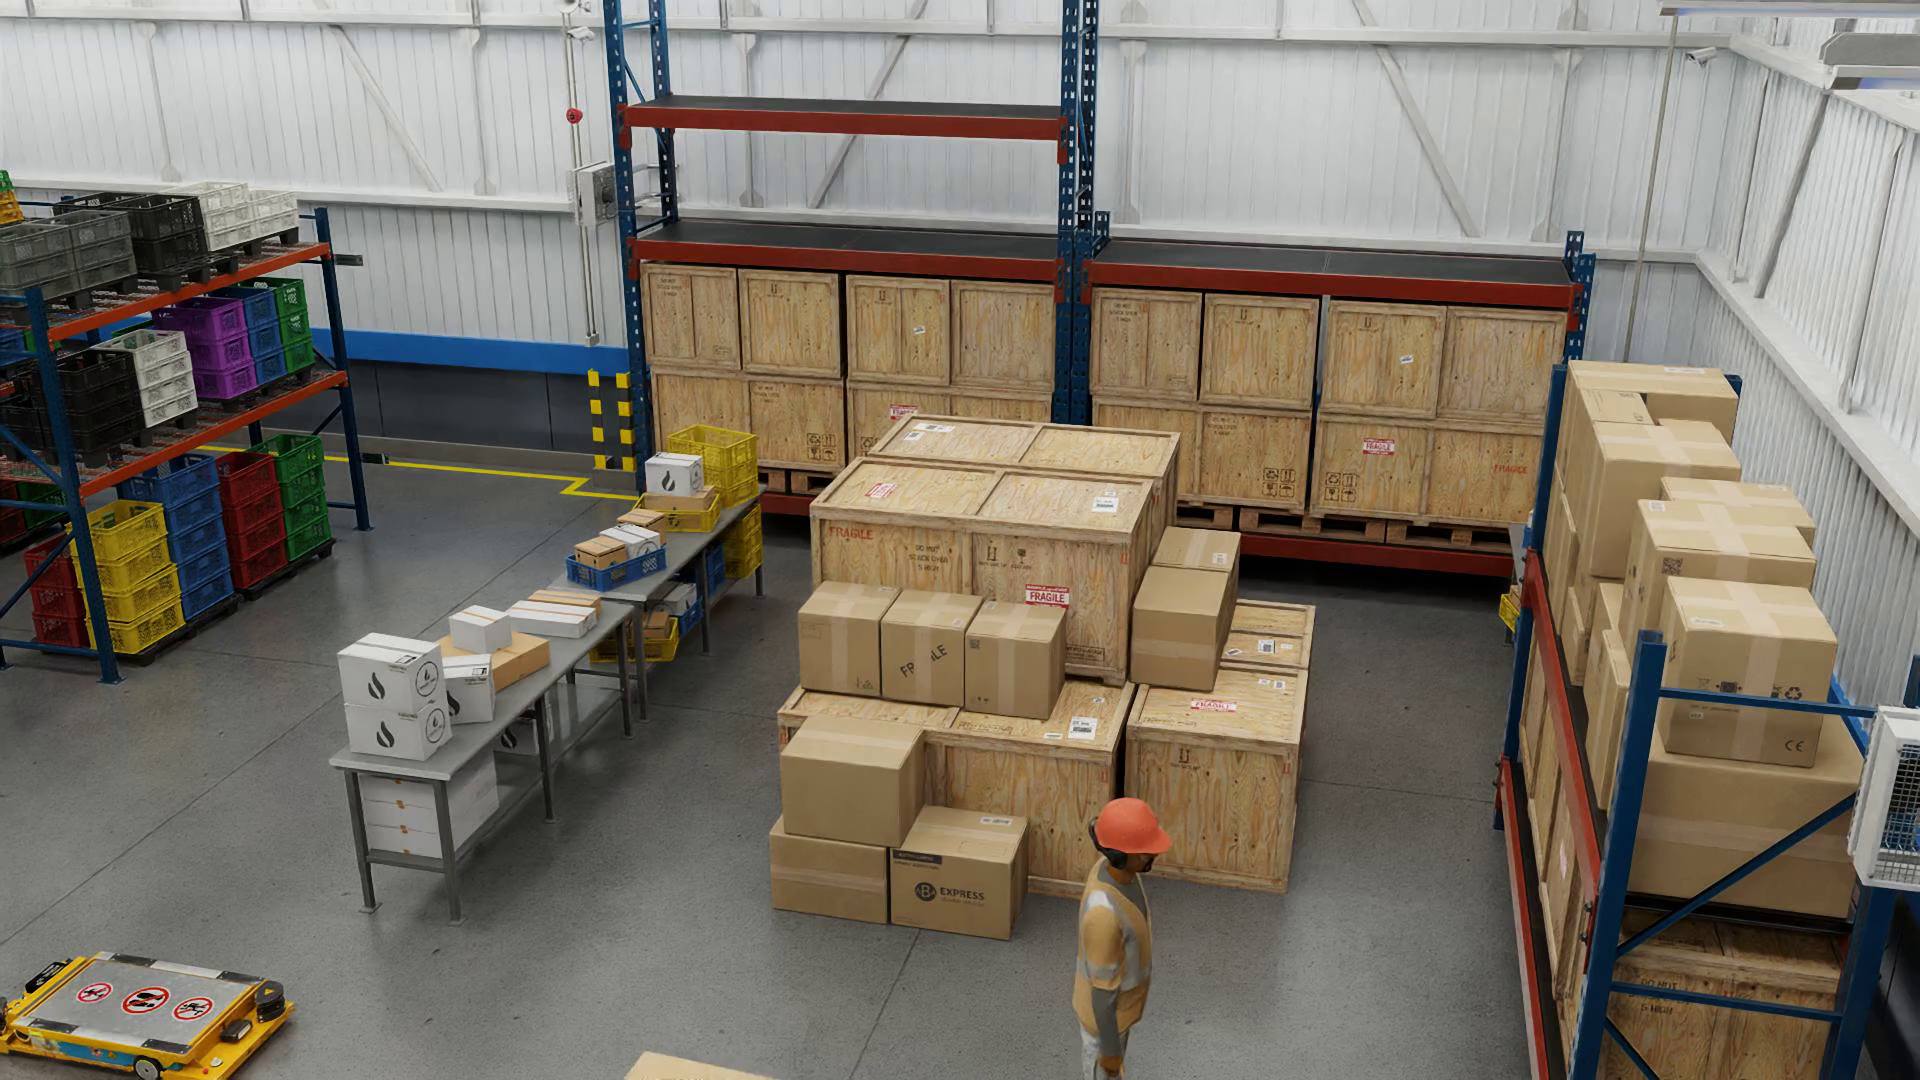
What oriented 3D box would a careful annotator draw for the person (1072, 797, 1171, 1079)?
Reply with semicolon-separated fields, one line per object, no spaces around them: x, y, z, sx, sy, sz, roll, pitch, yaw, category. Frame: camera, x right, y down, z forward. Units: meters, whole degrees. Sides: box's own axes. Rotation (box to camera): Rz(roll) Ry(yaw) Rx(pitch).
0.689;2.029;7.254;0.383;2.045;0.604;4;21;12;person

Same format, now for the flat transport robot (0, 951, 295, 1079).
-4.270;2.464;8.601;1.431;0.231;0.659;5;22;13;flat transport robot
